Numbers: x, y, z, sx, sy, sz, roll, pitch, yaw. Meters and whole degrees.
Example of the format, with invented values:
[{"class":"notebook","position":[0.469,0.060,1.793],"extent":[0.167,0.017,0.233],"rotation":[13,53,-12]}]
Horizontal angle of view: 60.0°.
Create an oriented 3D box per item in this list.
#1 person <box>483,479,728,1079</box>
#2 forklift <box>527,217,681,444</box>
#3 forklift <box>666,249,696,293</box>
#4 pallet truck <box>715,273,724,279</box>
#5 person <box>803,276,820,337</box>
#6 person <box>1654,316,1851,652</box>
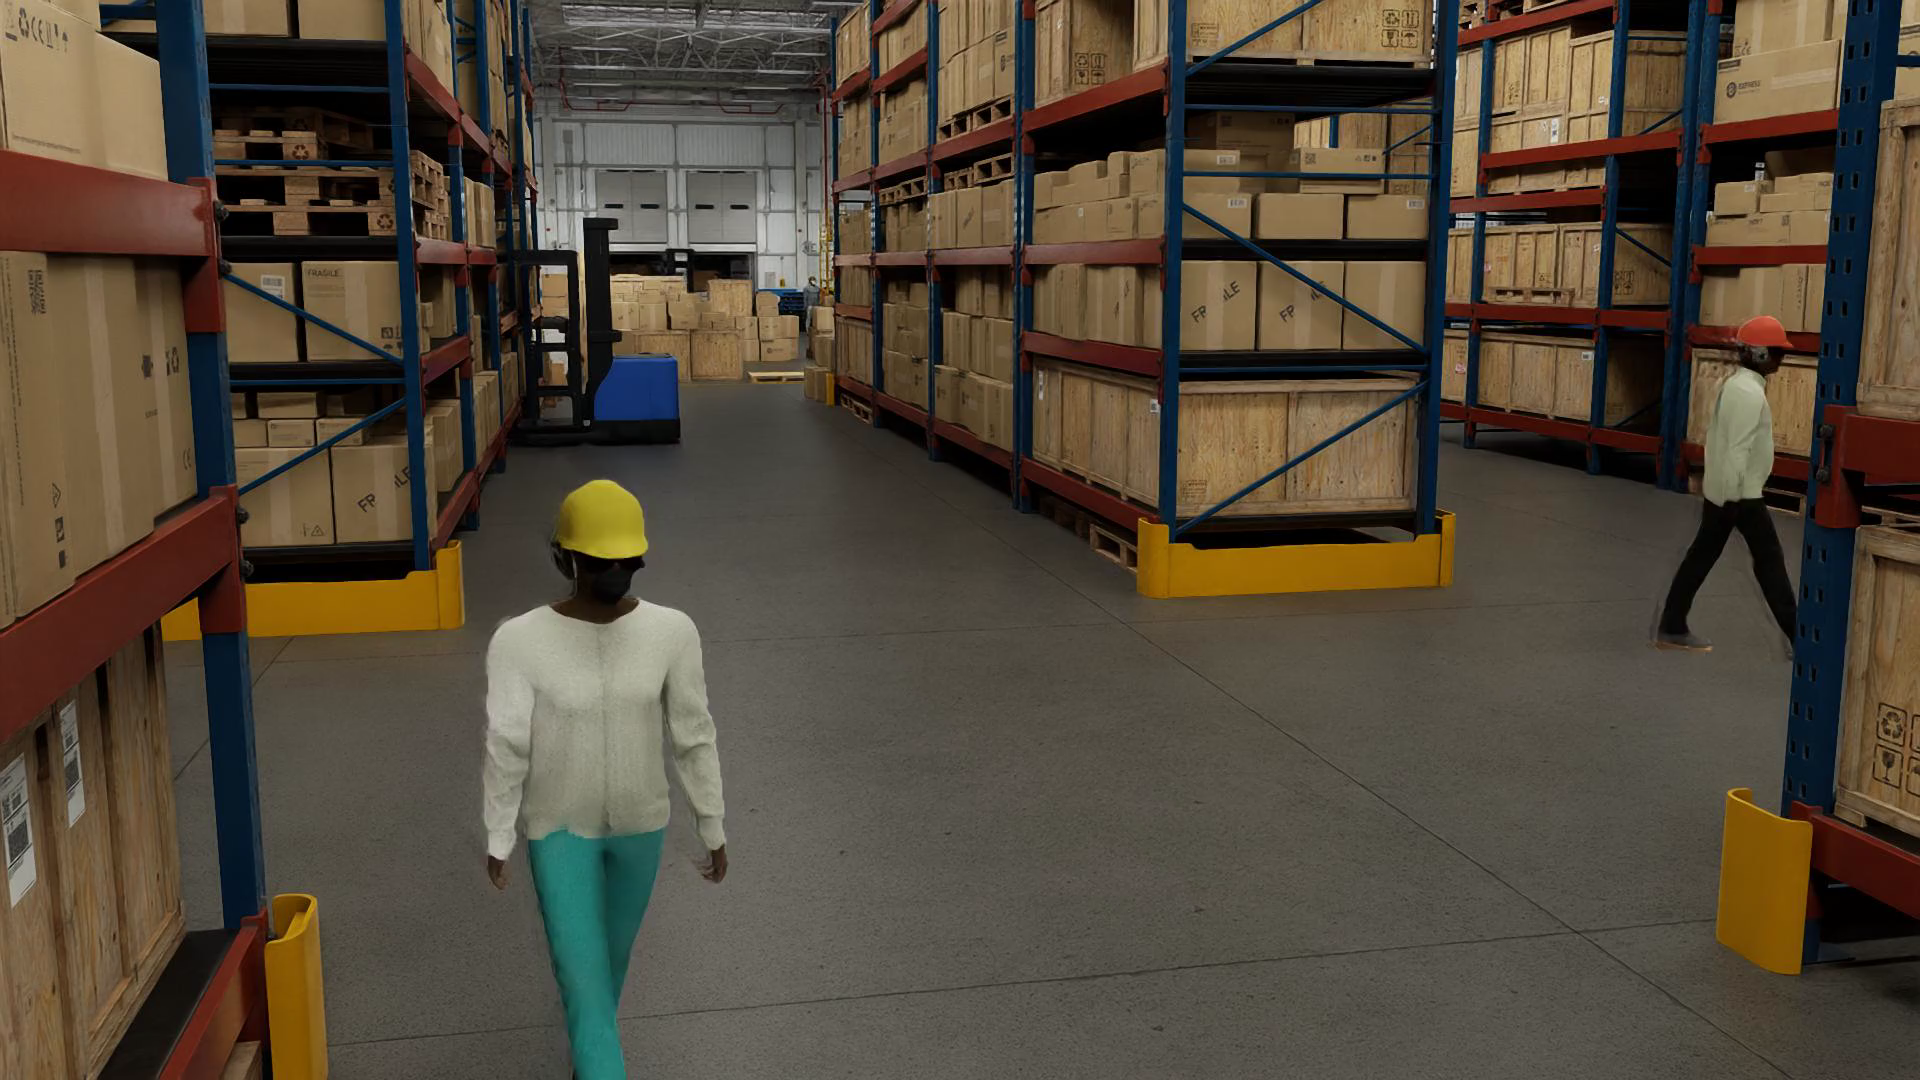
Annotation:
[{"class":"person","position":[-0.844,0.706,4.039],"extent":[0.543,1.711,0.911],"rotation":[-5,11,-30]},{"class":"forklift","position":[-4.533,-2.656,21.010],"extent":[1.873,2.768,1.129],"rotation":[-2,10,-12]},{"class":"forklift","position":[-9.168,-8.197,54.788],"extent":[1.873,2.768,1.129],"rotation":[9,13,43]},{"class":"pallet truck","position":[-8.580,-8.986,62.280],"extent":[1.885,1.965,0.823],"rotation":[1,9,5]},{"class":"person","position":[-4.731,-7.491,53.346],"extent":[0.631,1.939,0.370],"rotation":[-7,12,-38]},{"class":"person","position":[4.505,-0.284,9.402],"extent":[1.037,1.935,0.645],"rotation":[2,10,14]}]
